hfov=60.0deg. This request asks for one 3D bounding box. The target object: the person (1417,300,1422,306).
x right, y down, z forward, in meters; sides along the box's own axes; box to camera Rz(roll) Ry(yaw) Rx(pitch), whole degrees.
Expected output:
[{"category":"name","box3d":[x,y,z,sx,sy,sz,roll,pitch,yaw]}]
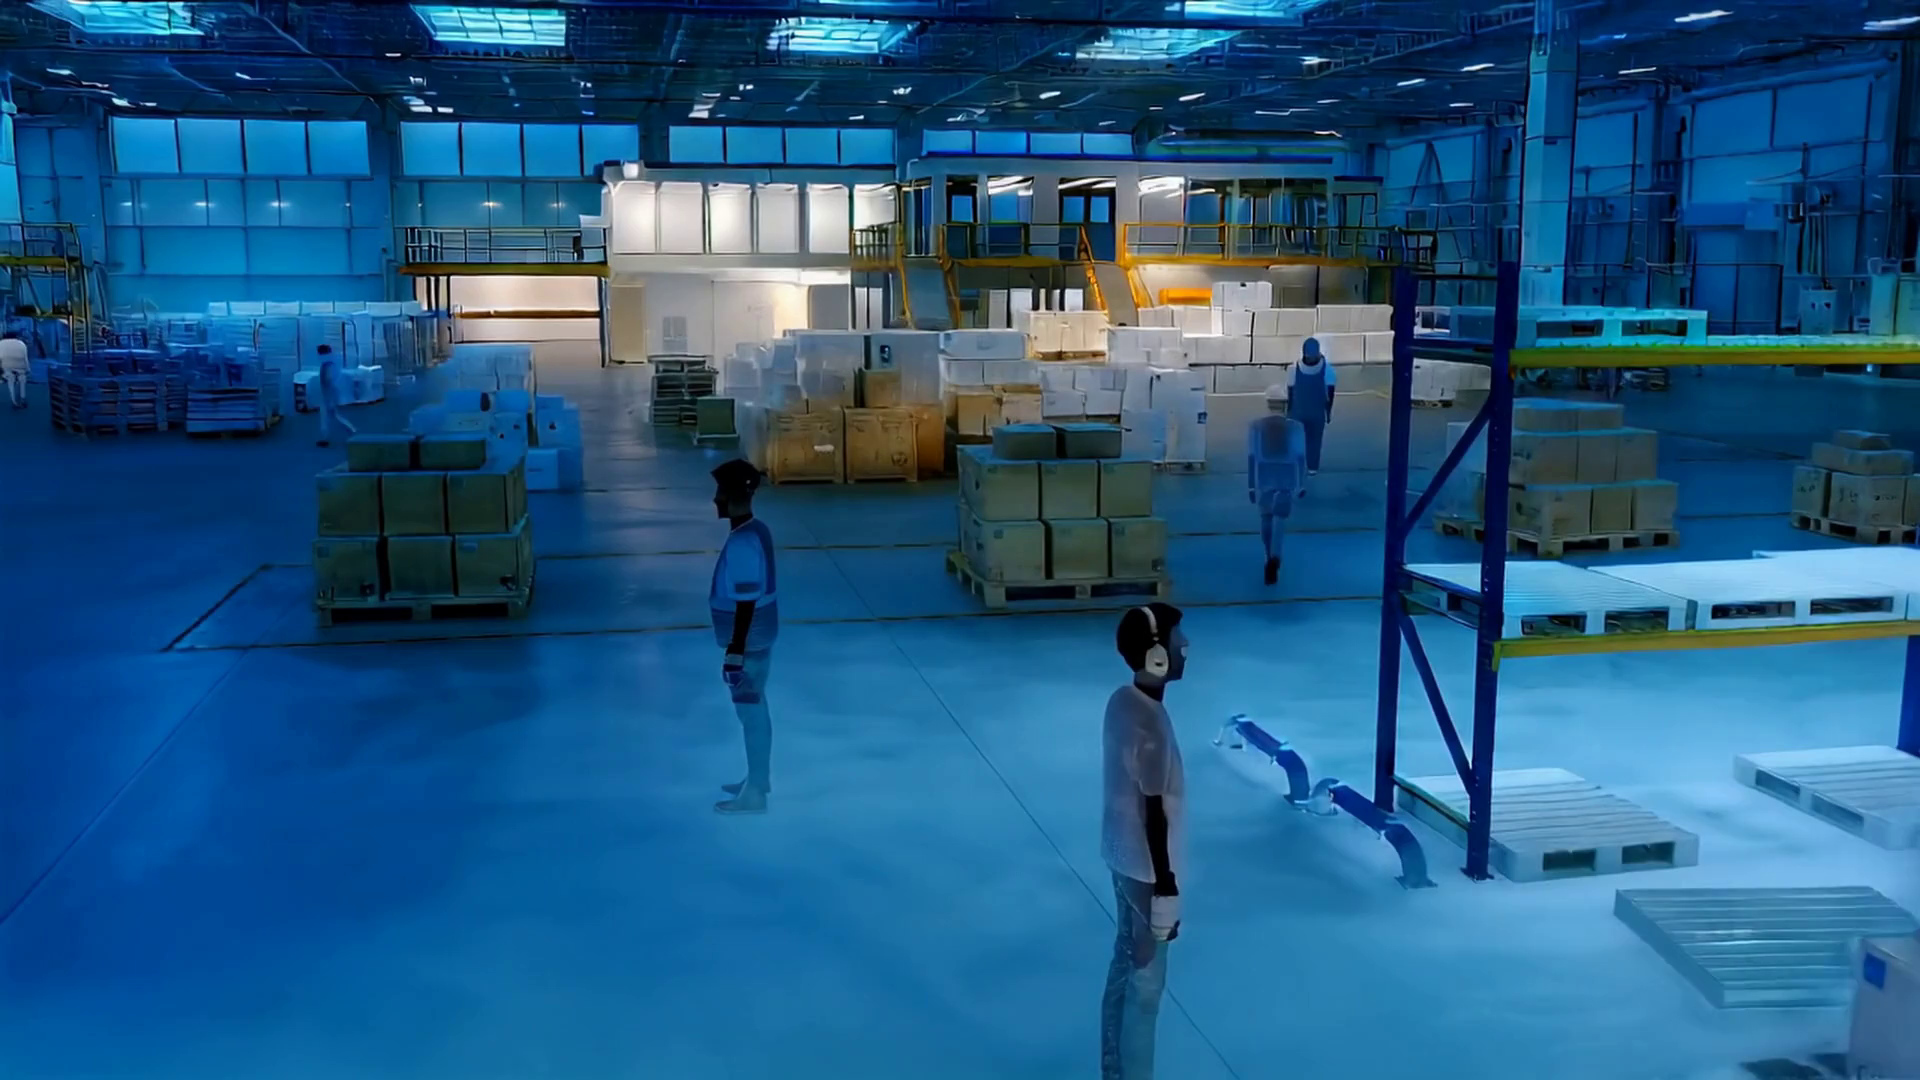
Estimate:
[{"category":"person","box3d":[16.681,-7.883,60.942,0.612,1.811,0.920,-3,10,-20]}]

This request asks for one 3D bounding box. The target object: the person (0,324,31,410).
[{"category":"person","box3d":[-19.865,-3.623,34.922,0.621,1.818,0.428,-4,10,-23]}]

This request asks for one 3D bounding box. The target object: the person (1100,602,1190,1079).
[{"category":"person","box3d":[0.656,1.137,5.752,0.328,1.876,0.514,-2,9,-10]}]

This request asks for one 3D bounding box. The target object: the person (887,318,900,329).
[{"category":"person","box3d":[-1.424,-4.061,37.436,1.077,1.864,0.526,5,10,27]}]

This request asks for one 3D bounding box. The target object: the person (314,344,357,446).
[{"category":"person","box3d":[-10.550,-2.431,27.938,0.639,1.726,0.494,1,9,8]}]

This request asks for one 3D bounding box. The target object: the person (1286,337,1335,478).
[{"category":"person","box3d":[5.008,-1.912,23.833,0.683,2.000,0.661,3,10,18]}]

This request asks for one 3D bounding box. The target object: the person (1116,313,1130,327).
[{"category":"person","box3d":[4.203,-4.899,42.643,0.327,1.839,0.514,-9,13,-43]}]

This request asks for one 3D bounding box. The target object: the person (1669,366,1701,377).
[{"category":"person","box3d":[20.012,-5.405,45.781,0.533,1.833,0.951,-9,13,-44]}]

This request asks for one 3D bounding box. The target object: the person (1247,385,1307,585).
[{"category":"person","box3d":[3.061,-0.554,16.059,0.544,1.868,1.023,4,10,22]}]

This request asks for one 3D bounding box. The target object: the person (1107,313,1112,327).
[{"category":"person","box3d":[3.718,-4.706,41.377,0.463,1.870,0.609,-4,10,-24]}]

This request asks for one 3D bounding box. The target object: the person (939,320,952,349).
[{"category":"person","box3d":[-0.210,-3.868,36.297,0.803,1.856,0.613,4,10,23]}]

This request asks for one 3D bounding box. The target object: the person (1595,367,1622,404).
[{"category":"person","box3d":[13.725,-3.722,35.176,0.520,1.933,0.636,-8,12,-39]}]

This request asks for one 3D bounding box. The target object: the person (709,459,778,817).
[{"category":"person","box3d":[-1.189,0.535,9.144,0.368,1.966,0.602,0,9,1]}]
